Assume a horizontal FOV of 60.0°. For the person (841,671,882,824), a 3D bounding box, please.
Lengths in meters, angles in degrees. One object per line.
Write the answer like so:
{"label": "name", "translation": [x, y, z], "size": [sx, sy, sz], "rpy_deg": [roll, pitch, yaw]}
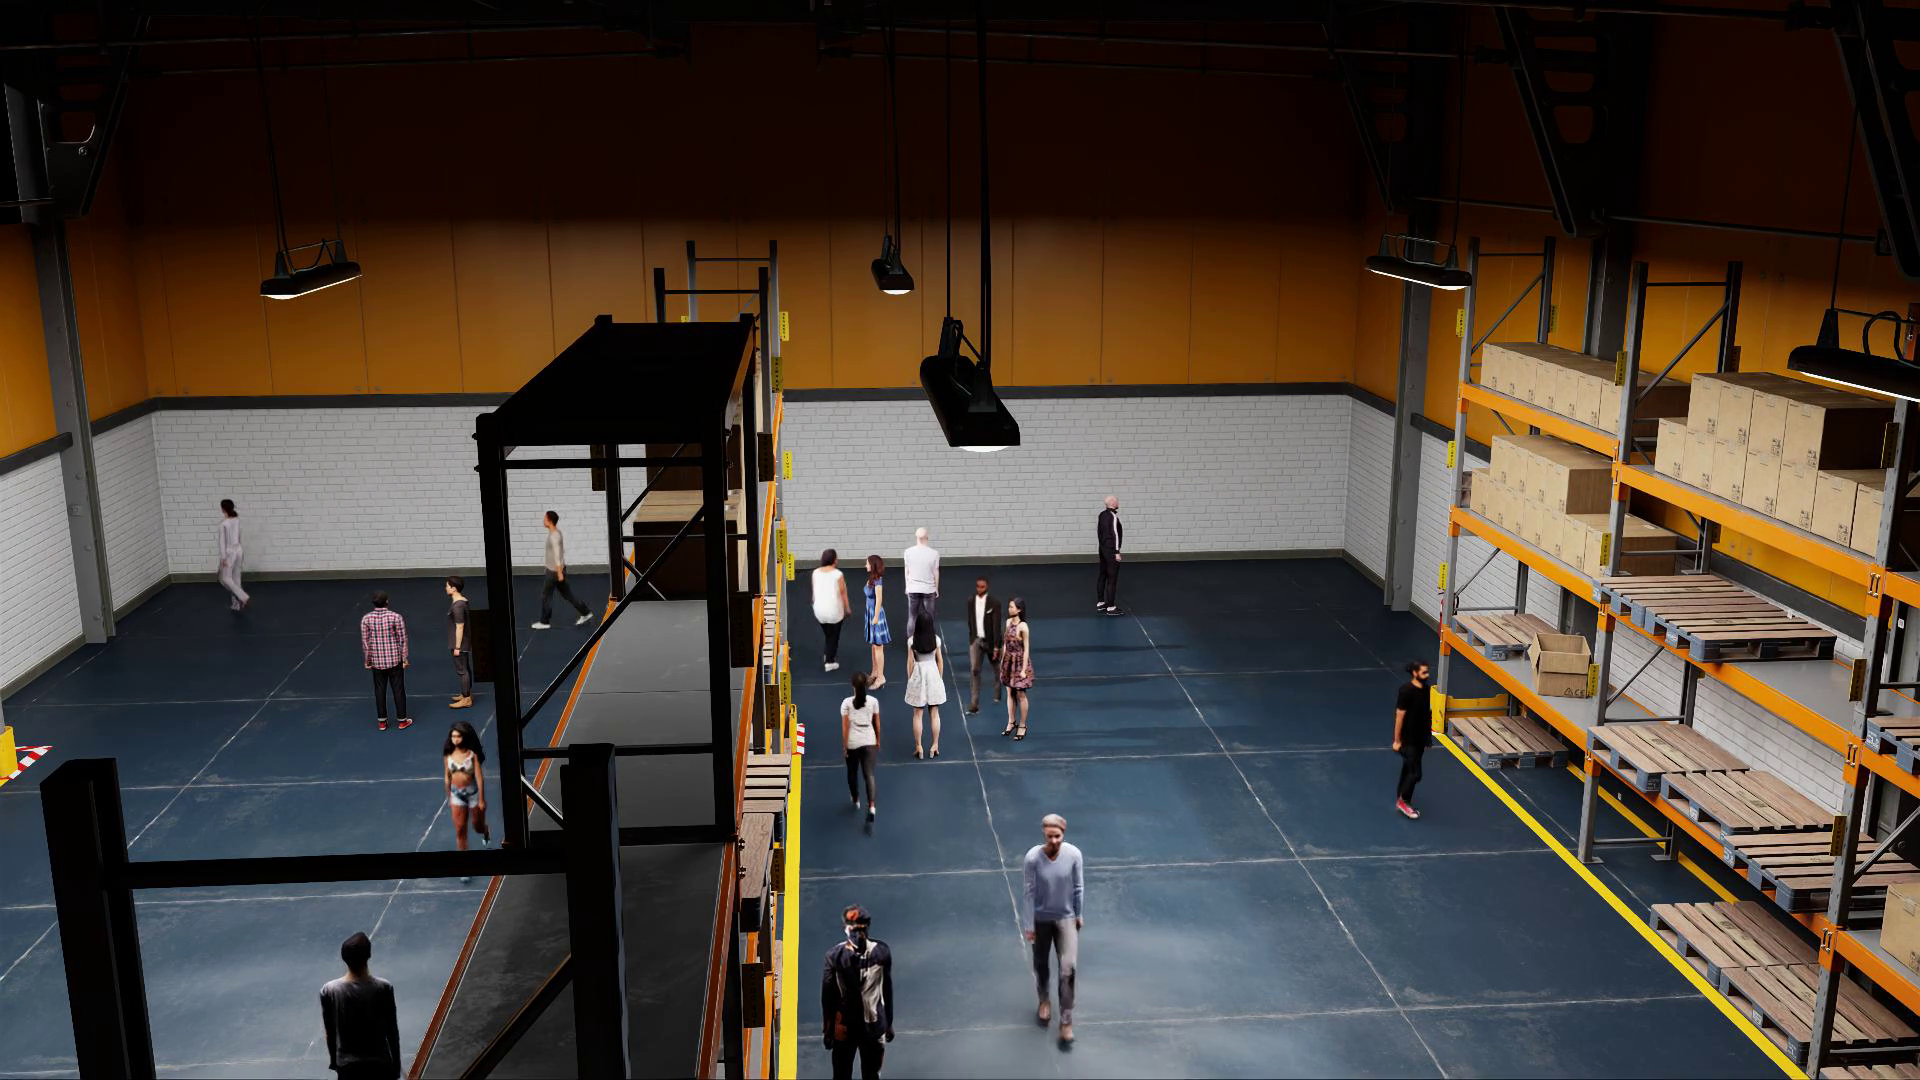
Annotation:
{"label": "person", "translation": [-1.039, 2.214, 17.662], "size": [0.683, 1.613, 1.103], "rpy_deg": [-3, 14, -13]}

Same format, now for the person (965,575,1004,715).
{"label": "person", "translation": [0.360, 1.301, 21.133], "size": [1.076, 1.754, 1.313], "rpy_deg": [6, 15, 23]}

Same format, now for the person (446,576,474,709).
{"label": "person", "translation": [-6.393, 1.284, 21.283], "size": [0.686, 1.717, 0.495], "rpy_deg": [-2, 14, -8]}

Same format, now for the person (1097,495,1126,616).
{"label": "person", "translation": [2.281, 0.207, 25.473], "size": [0.807, 1.837, 0.644], "rpy_deg": [-6, 15, -24]}

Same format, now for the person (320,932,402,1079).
{"label": "person", "translation": [-4.082, 3.618, 11.353], "size": [0.682, 1.853, 0.649], "rpy_deg": [-3, 14, -11]}

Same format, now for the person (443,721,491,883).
{"label": "person", "translation": [-4.816, 2.529, 16.369], "size": [0.662, 1.609, 0.934], "rpy_deg": [1, 14, 6]}

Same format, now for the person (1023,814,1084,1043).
{"label": "person", "translation": [0.750, 3.073, 13.587], "size": [0.689, 1.861, 0.969], "rpy_deg": [-1, 14, -2]}

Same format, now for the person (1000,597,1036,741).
{"label": "person", "translation": [0.679, 1.543, 20.090], "size": [0.847, 1.773, 0.766], "rpy_deg": [-9, 16, -33]}

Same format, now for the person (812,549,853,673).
{"label": "person", "translation": [-1.810, 0.966, 22.690], "size": [0.838, 1.673, 0.895], "rpy_deg": [10, 17, 37]}

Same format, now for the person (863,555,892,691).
{"label": "person", "translation": [-1.130, 1.071, 21.970], "size": [0.760, 1.806, 0.555], "rpy_deg": [-3, 14, -14]}

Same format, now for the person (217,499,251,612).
{"label": "person", "translation": [-11.089, 0.250, 25.461], "size": [0.837, 1.759, 0.804], "rpy_deg": [6, 15, 24]}

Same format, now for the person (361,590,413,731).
{"label": "person", "translation": [-7.050, 1.466, 20.437], "size": [0.680, 1.761, 0.570], "rpy_deg": [-2, 14, -7]}

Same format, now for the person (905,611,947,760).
{"label": "person", "translation": [-0.404, 1.692, 19.474], "size": [0.627, 1.775, 0.608], "rpy_deg": [-1, 14, -5]}

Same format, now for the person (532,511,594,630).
{"label": "person", "translation": [-5.872, 0.446, 24.607], "size": [0.736, 1.781, 1.065], "rpy_deg": [-2, 14, -8]}

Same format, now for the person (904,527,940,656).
{"label": "person", "translation": [-0.550, 0.720, 23.372], "size": [0.688, 1.830, 0.638], "rpy_deg": [1, 14, 5]}

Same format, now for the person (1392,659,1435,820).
{"label": "person", "translation": [4.778, 2.102, 17.833], "size": [0.766, 1.750, 0.803], "rpy_deg": [-12, 18, -40]}

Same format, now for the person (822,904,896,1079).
{"label": "person", "translation": [-0.724, 3.474, 11.866], "size": [0.721, 1.892, 0.653], "rpy_deg": [-4, 14, -16]}
